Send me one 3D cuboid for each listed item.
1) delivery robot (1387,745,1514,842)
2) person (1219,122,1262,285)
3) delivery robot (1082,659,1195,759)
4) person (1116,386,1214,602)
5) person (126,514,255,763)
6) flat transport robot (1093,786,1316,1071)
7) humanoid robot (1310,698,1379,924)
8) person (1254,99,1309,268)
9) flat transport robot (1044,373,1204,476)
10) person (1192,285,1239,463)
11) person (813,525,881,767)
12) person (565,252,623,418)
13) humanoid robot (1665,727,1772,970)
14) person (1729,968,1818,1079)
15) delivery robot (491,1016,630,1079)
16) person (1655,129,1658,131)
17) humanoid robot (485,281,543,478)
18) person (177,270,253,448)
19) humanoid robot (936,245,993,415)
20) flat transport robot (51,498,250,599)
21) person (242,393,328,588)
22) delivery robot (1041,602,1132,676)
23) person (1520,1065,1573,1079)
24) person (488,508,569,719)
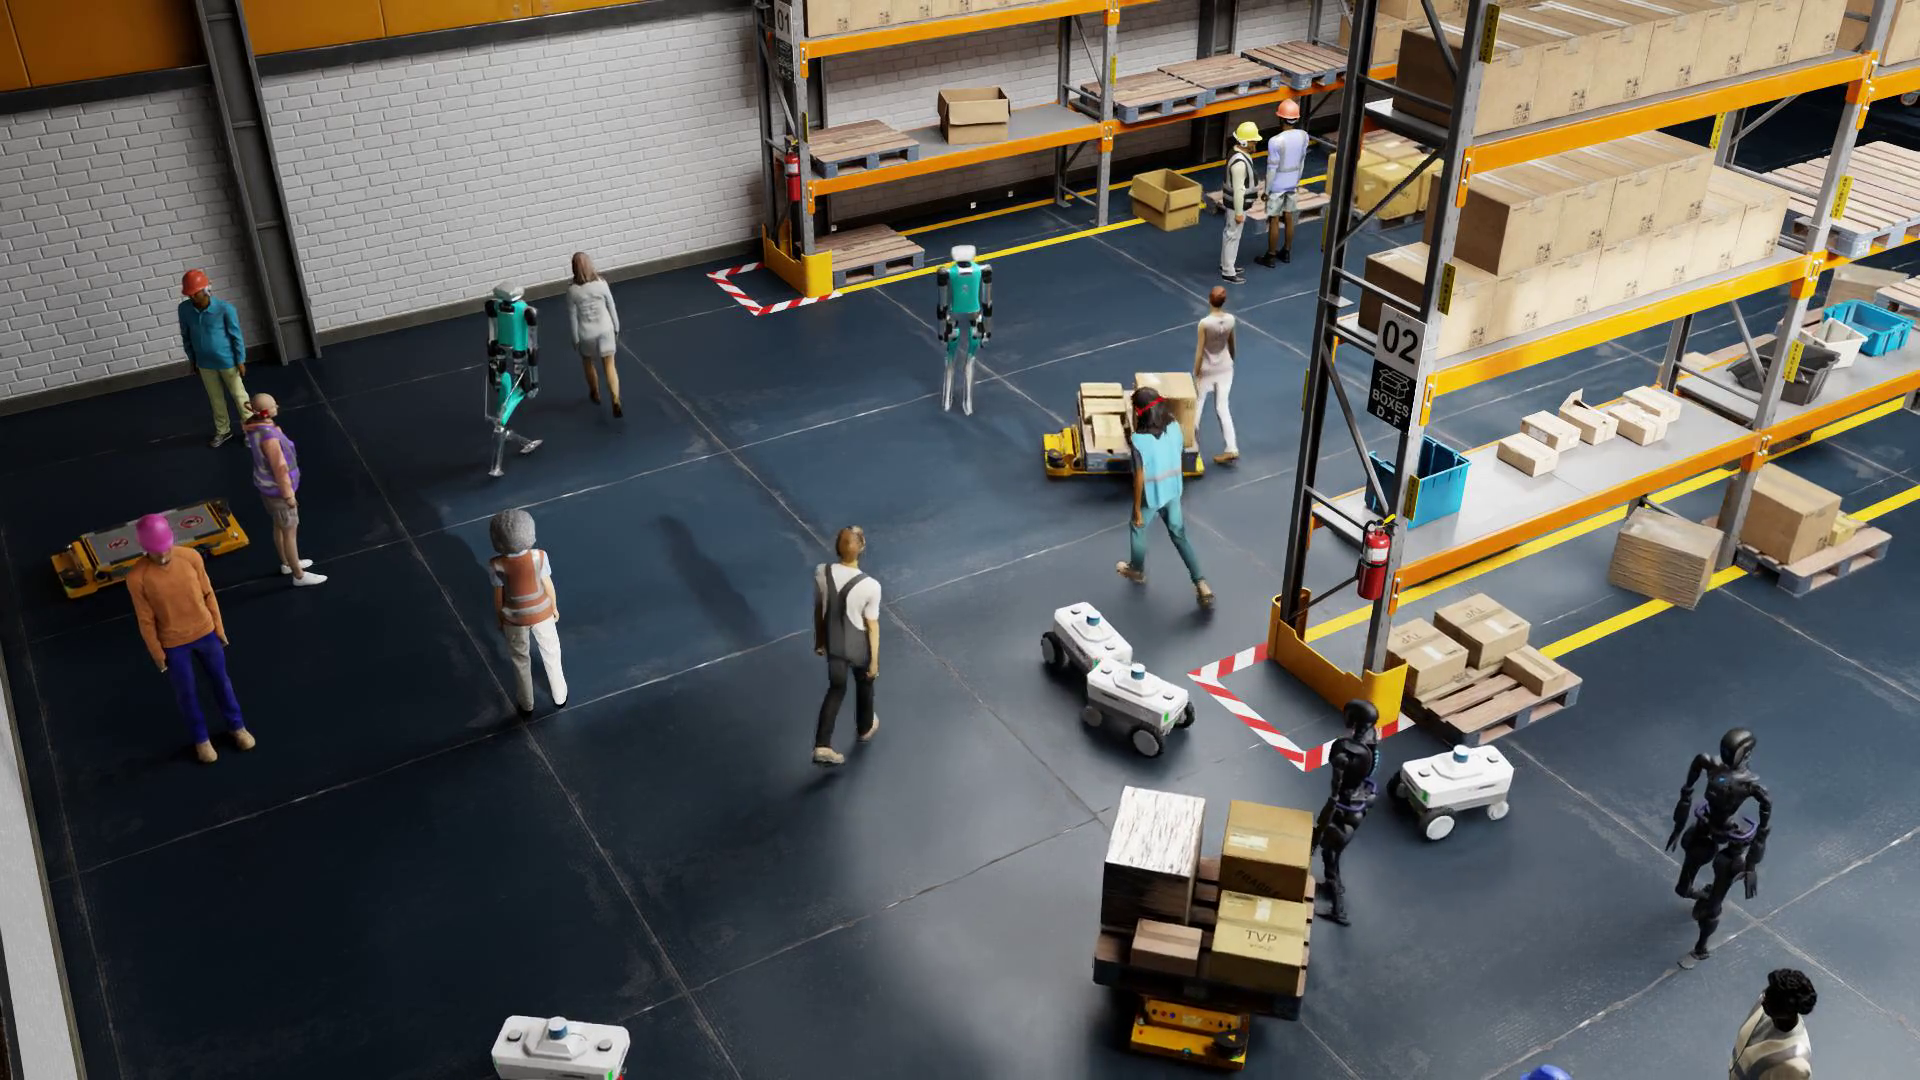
[{"bbox_3d":[3.311,1.656,11.191,0.816,0.613,0.499,-9,33,-14],"label":"delivery robot"},{"bbox_3d":[3.137,-3.796,18.666,0.403,1.830,0.597,3,32,5],"label":"person"},{"bbox_3d":[1.287,1.174,11.960,0.807,0.613,0.499,21,38,30],"label":"delivery robot"},{"bbox_3d":[1.631,-0.322,13.140,0.570,1.825,0.920,-19,37,-28],"label":"person"},{"bbox_3d":[-5.324,0.662,11.432,0.518,1.972,0.405,-25,40,-34],"label":"person"},{"bbox_3d":[1.462,2.538,10.036,0.659,0.231,1.431,8,33,12],"label":"flat transport robot"},{"bbox_3d":[2.299,1.639,10.141,0.393,1.656,0.605,20,37,29],"label":"humanoid robot"},{"bbox_3d":[3.671,-4.069,19.004,0.544,1.938,0.352,-19,37,-27],"label":"person"},{"bbox_3d":[1.508,-0.826,15.401,1.431,0.231,0.659,0,32,0],"label":"flat transport robot"},{"bbox_3d":[2.347,-1.519,15.246,0.475,1.613,0.811,-8,33,-13],"label":"person"},{"bbox_3d":[-0.806,0.763,11.425,0.526,1.812,0.747,12,34,18],"label":"person"},{"bbox_3d":[-3.493,-1.965,15.932,0.489,1.632,0.770,-13,34,-19],"label":"person"},{"bbox_3d":[4.561,1.797,9.904,0.522,1.646,0.612,-17,36,-25],"label":"humanoid robot"},{"bbox_3d":[3.980,2.782,8.310,0.319,1.692,0.532,4,32,6],"label":"person"},{"bbox_3d":[-2.231,2.884,9.234,0.786,0.614,0.524,4,32,6],"label":"delivery robot"},{"bbox_3d":[9.080,-5.800,21.861,0.465,1.828,0.584,23,39,32],"label":"person"},{"bbox_3d":[-4.136,-1.353,14.893,0.545,1.748,0.996,13,34,19],"label":"humanoid robot"},{"bbox_3d":[-6.873,-1.673,15.353,0.563,1.751,0.329,2,32,3],"label":"person"},{"bbox_3d":[0.022,-2.025,15.972,0.538,1.842,0.647,-4,32,-6],"label":"humanoid robot"},{"bbox_3d":[-6.818,0.055,13.996,1.431,0.231,0.659,-21,38,-29],"label":"flat transport robot"},{"bbox_3d":[-5.482,-0.413,13.402,0.349,1.690,0.480,-21,38,-30],"label":"person"},{"bbox_3d":[0.986,0.785,12.548,0.499,0.579,0.753,-14,35,-21],"label":"delivery robot"},{"bbox_3d":[2.629,3.092,7.738,0.466,1.771,0.336,-22,38,-31],"label":"person"},{"bbox_3d":[-3.093,0.533,11.894,0.444,1.689,0.309,-12,34,-18],"label":"person"}]
